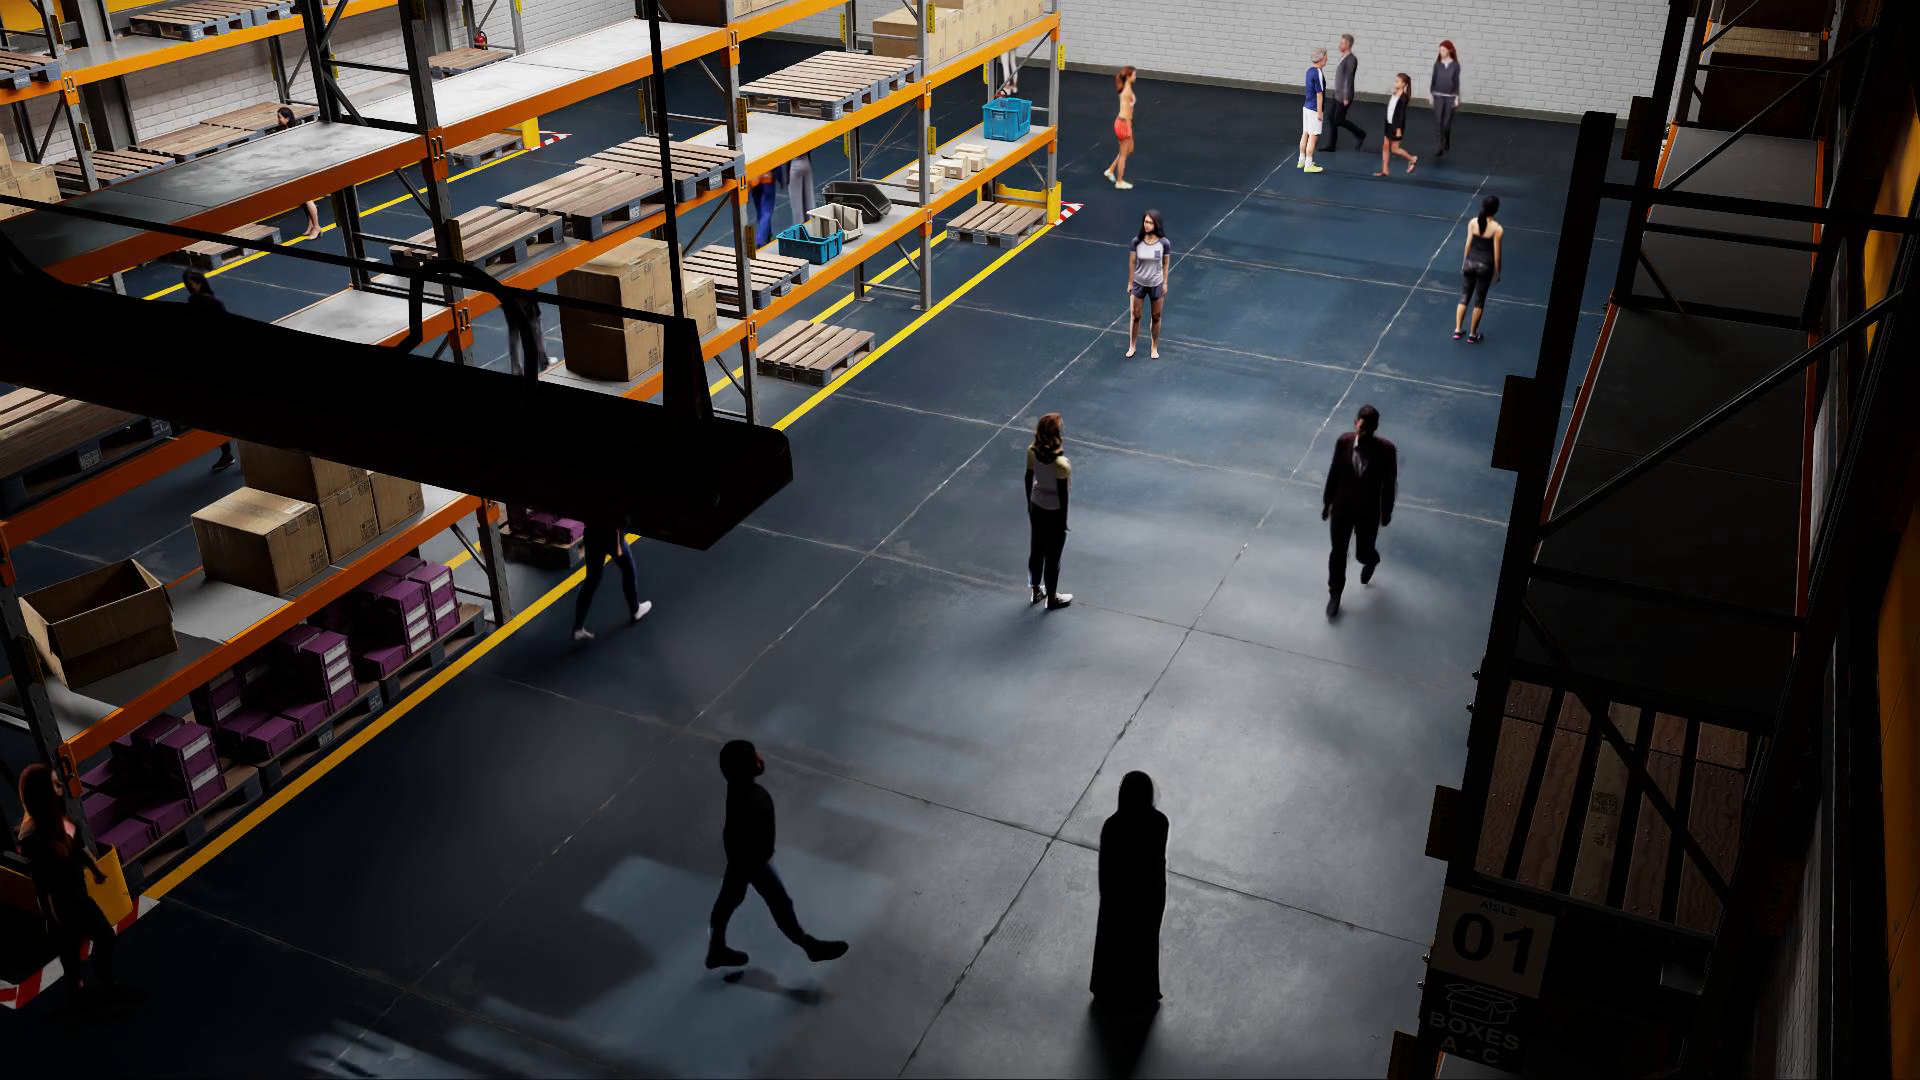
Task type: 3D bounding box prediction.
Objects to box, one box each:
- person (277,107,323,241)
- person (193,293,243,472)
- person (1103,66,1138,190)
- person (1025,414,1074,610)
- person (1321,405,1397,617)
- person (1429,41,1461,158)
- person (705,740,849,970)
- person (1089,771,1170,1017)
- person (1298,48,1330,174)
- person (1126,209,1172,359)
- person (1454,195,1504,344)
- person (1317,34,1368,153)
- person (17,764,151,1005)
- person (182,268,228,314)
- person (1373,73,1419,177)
[{"bbox_3d":[-8.834,-4.897,22.202,0.802,1.769,0.777,-18,33,-30],"label":"person"},{"bbox_3d":[-7.106,-1.526,15.989,0.722,1.801,0.673,4,29,7],"label":"person"},{"bbox_3d":[2.301,-5.989,24.190,0.804,1.783,0.748,-2,29,-4],"label":"person"},{"bbox_3d":[0.727,-0.240,13.713,0.664,1.724,0.693,-24,37,-37],"label":"person"},{"bbox_3d":[3.296,-0.301,13.705,0.721,1.838,0.998,15,32,25],"label":"person"},{"bbox_3d":[7.524,-6.838,25.775,0.649,1.755,0.644,15,32,25],"label":"person"},{"bbox_3d":[-1.344,1.914,9.833,1.037,1.657,1.108,-4,29,-7],"label":"person"},{"bbox_3d":[1.002,2.032,9.662,0.703,1.614,0.768,-11,31,-20],"label":"person"},{"bbox_3d":[5.329,-6.486,25.057,0.783,1.825,0.688,-5,29,-9],"label":"person"},{"bbox_3d":[2.106,-2.863,18.538,0.650,1.707,0.608,4,29,8],"label":"person"},{"bbox_3d":[5.887,-3.068,18.898,0.659,1.723,0.674,23,36,36],"label":"person"},{"bbox_3d":[6.016,-6.910,25.844,1.055,1.816,1.056,-2,29,-3],"label":"person"},{"bbox_3d":[-5.247,2.027,9.580,0.877,1.700,0.818,-6,29,-11],"label":"person"},{"bbox_3d":[-7.476,-1.998,16.954,0.649,1.706,0.605,12,31,21],"label":"person"},{"bbox_3d":[6.557,-6.169,24.774,0.892,1.539,0.882,-6,29,-10],"label":"person"}]
